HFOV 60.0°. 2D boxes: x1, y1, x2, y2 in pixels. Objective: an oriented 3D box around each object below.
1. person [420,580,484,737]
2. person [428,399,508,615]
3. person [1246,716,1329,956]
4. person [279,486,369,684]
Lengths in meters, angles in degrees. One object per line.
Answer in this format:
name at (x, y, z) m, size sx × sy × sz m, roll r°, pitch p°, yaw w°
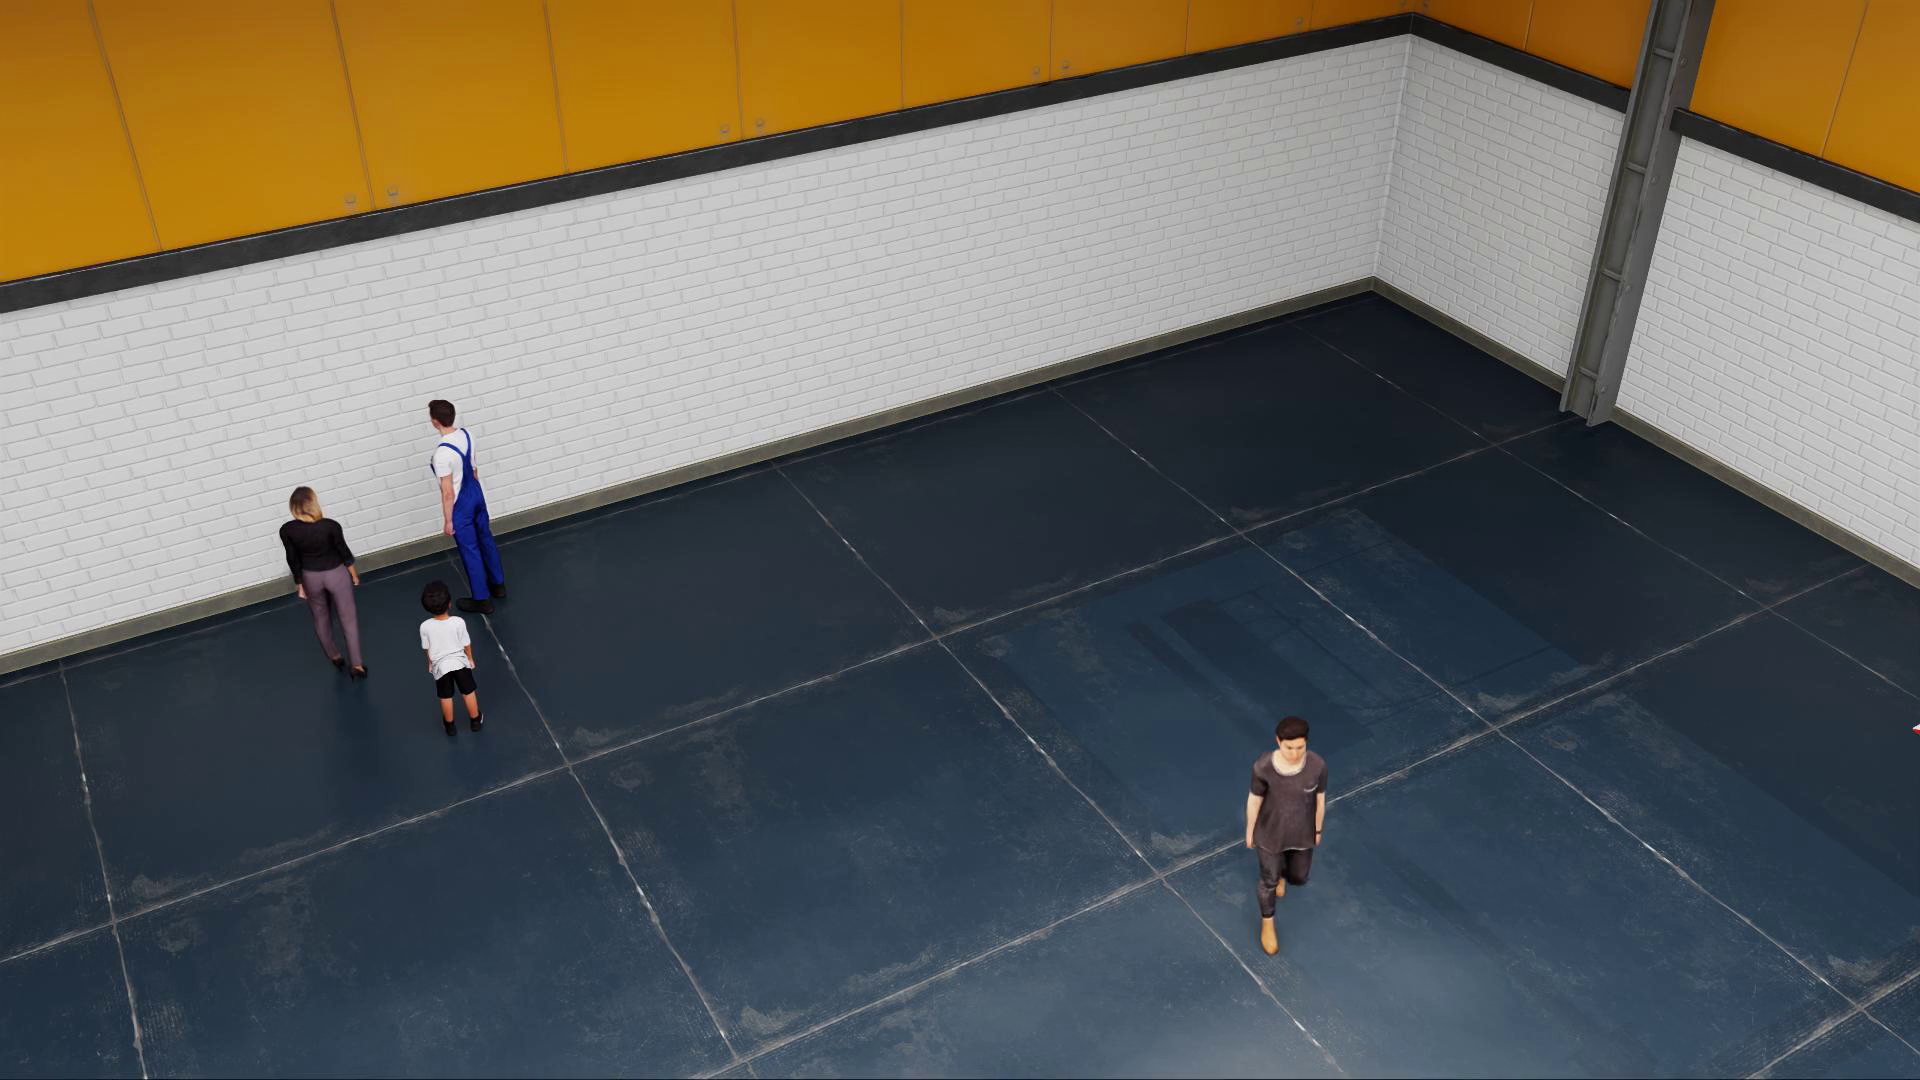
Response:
person at (-3.625, 0.849, 11.814) m, size 0.524 × 1.256 × 0.537 m, roll -9°, pitch 35°, yaw -13°
person at (-3.865, -0.271, 12.964) m, size 0.767 × 1.849 × 0.723 m, roll 11°, pitch 35°, yaw 16°
person at (1.971, 1.707, 10.122) m, size 0.864 × 1.700 × 0.993 m, roll -1°, pitch 34°, yaw -1°
person at (-4.646, 0.348, 12.195) m, size 0.688 × 1.669 × 0.699 m, roll -4°, pitch 34°, yaw -6°
